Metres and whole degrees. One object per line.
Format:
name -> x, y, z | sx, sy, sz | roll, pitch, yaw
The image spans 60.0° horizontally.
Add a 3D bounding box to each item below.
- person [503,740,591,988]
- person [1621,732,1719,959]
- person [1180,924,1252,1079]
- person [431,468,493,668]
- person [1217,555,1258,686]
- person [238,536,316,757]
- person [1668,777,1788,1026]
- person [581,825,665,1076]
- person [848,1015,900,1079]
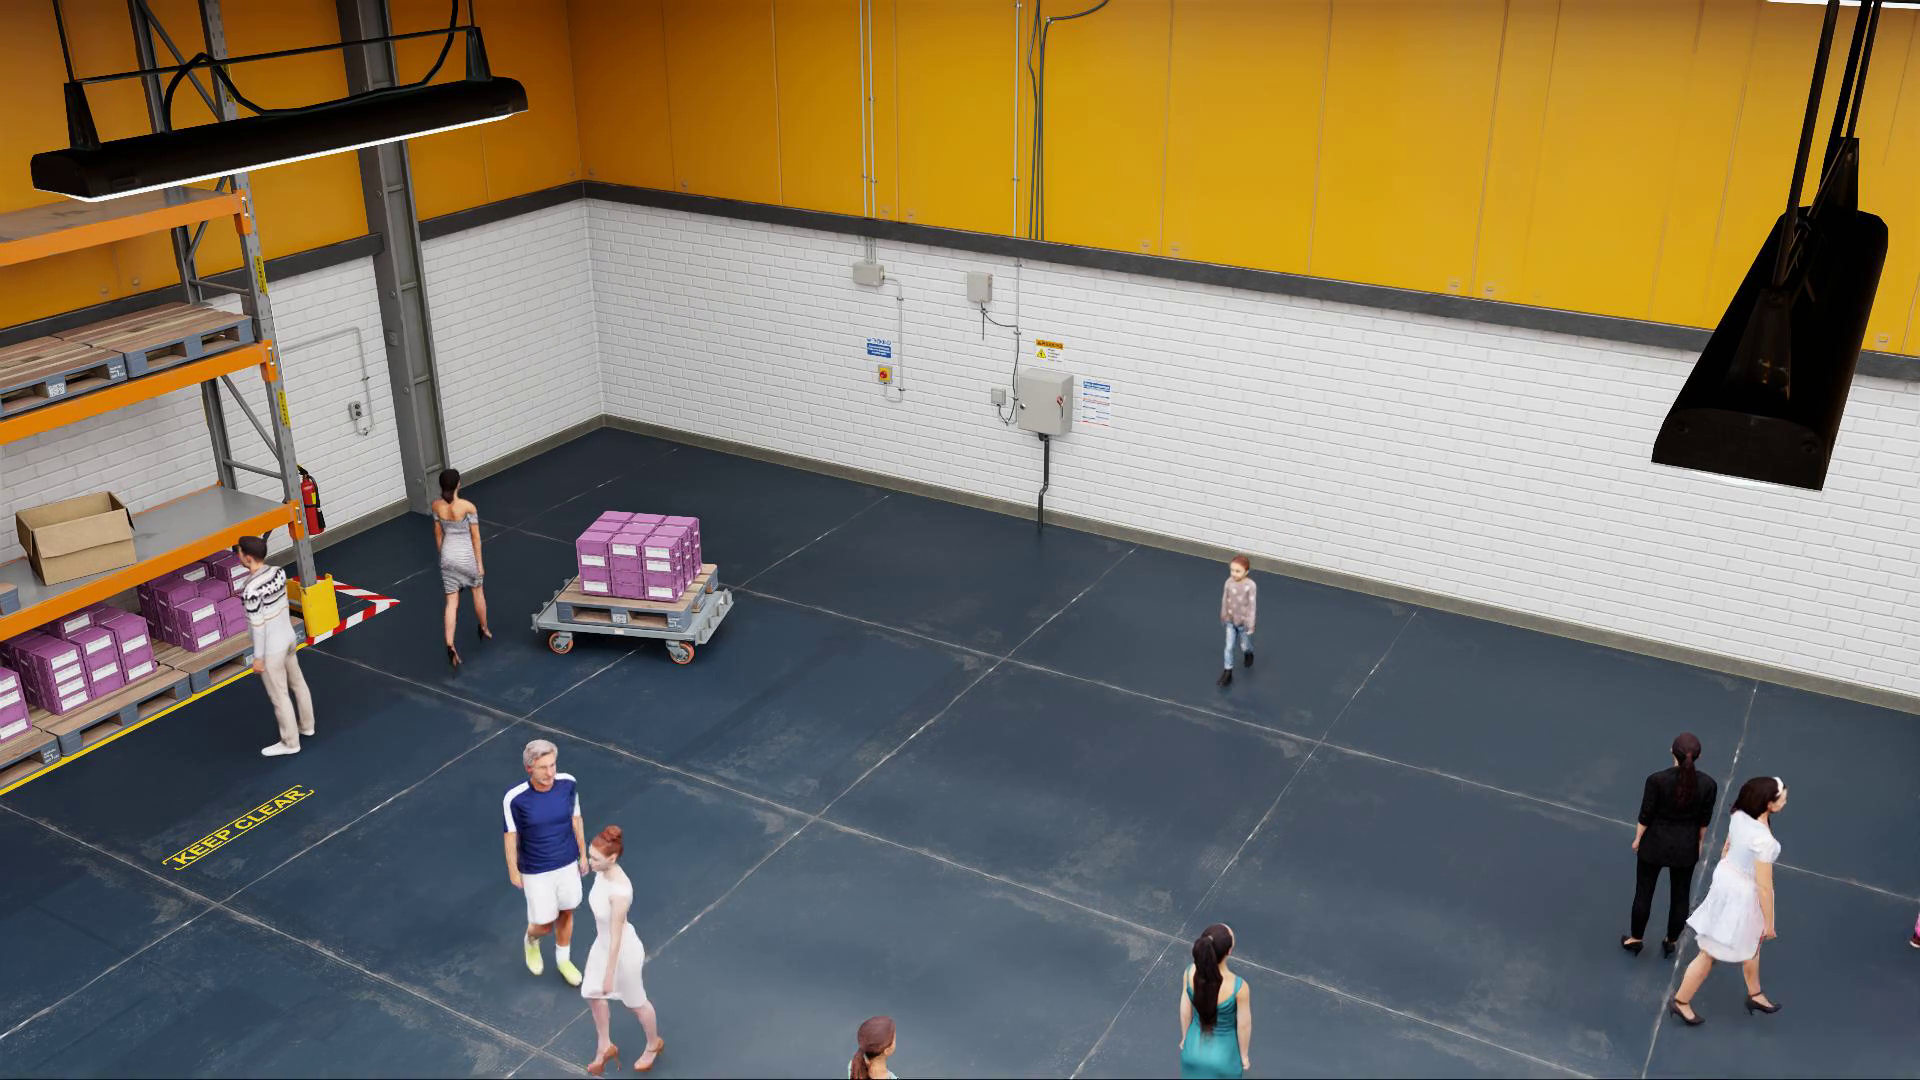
person -> -2.653, 2.017, 10.592 | 0.762, 1.822, 0.821 | -18, 30, -36
person -> 4.617, 1.998, 10.834 | 0.671, 1.662, 0.670 | 4, 24, 8
person -> 1.365, 2.780, 9.015 | 0.539, 1.687, 0.479 | 13, 27, 26
person -> -4.444, 0.274, 14.630 | 0.889, 1.780, 1.140 | 3, 24, 6
person -> 2.450, 0.675, 14.459 | 0.483, 1.184, 0.724 | 14, 27, 29
person -> -5.468, 0.822, 13.276 | 0.817, 1.861, 0.658 | 3, 24, 7
person -> 4.630, 2.232, 10.142 | 0.982, 1.787, 1.045 | 2, 24, 4
person -> -1.894, 2.415, 9.735 | 0.822, 1.778, 0.752 | -13, 27, -26
person -> -0.471, 3.117, 8.427 | 0.648, 1.539, 0.810 | 20, 31, 38
